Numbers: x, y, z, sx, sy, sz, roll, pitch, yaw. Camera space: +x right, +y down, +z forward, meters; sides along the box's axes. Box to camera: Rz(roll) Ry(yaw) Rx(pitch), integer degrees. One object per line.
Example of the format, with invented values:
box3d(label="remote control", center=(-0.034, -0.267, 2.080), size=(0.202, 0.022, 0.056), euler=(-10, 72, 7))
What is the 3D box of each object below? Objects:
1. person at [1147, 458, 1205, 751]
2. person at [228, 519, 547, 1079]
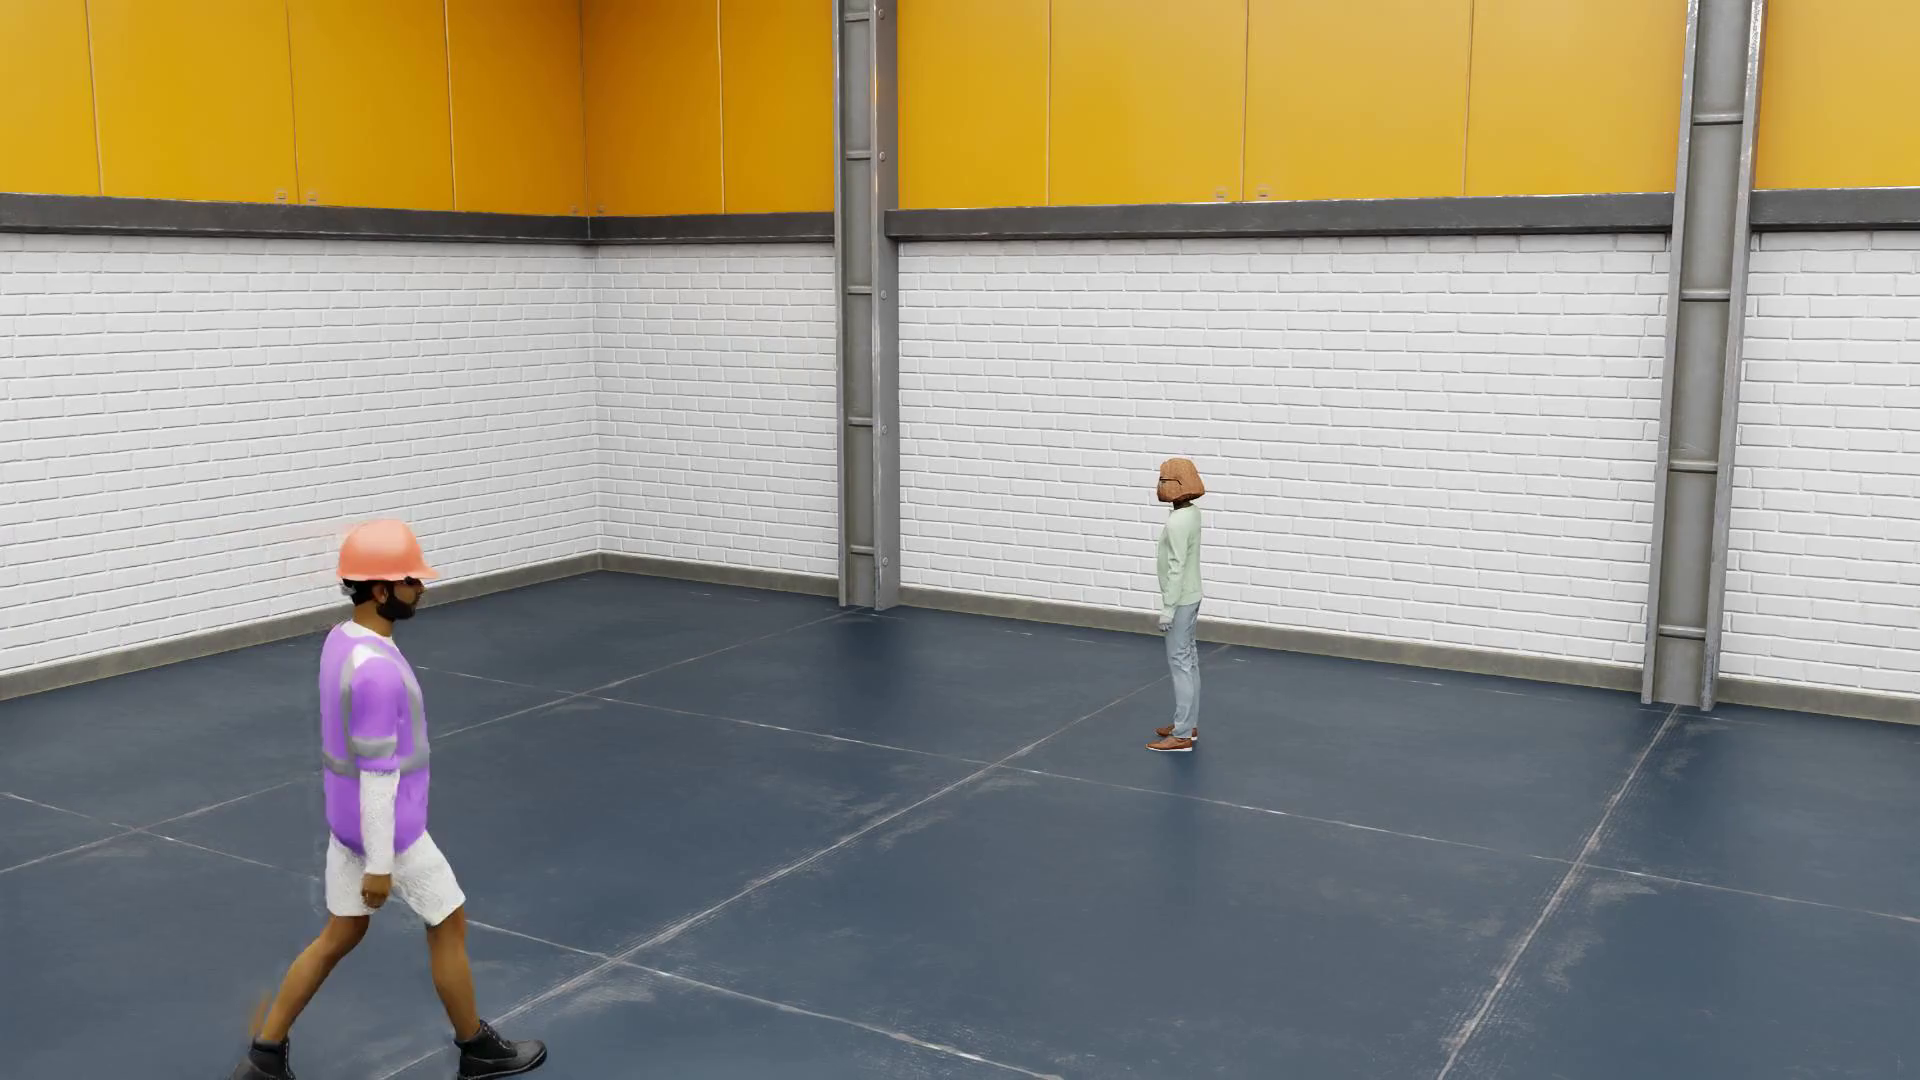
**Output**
box3d(label="person", center=(1.210, 0.357, 9.259), size=(0.280, 1.633, 0.502), euler=(3, 10, 18))
box3d(label="person", center=(-1.856, 0.871, 5.230), size=(0.963, 1.903, 0.543), euler=(-6, 11, -35))
